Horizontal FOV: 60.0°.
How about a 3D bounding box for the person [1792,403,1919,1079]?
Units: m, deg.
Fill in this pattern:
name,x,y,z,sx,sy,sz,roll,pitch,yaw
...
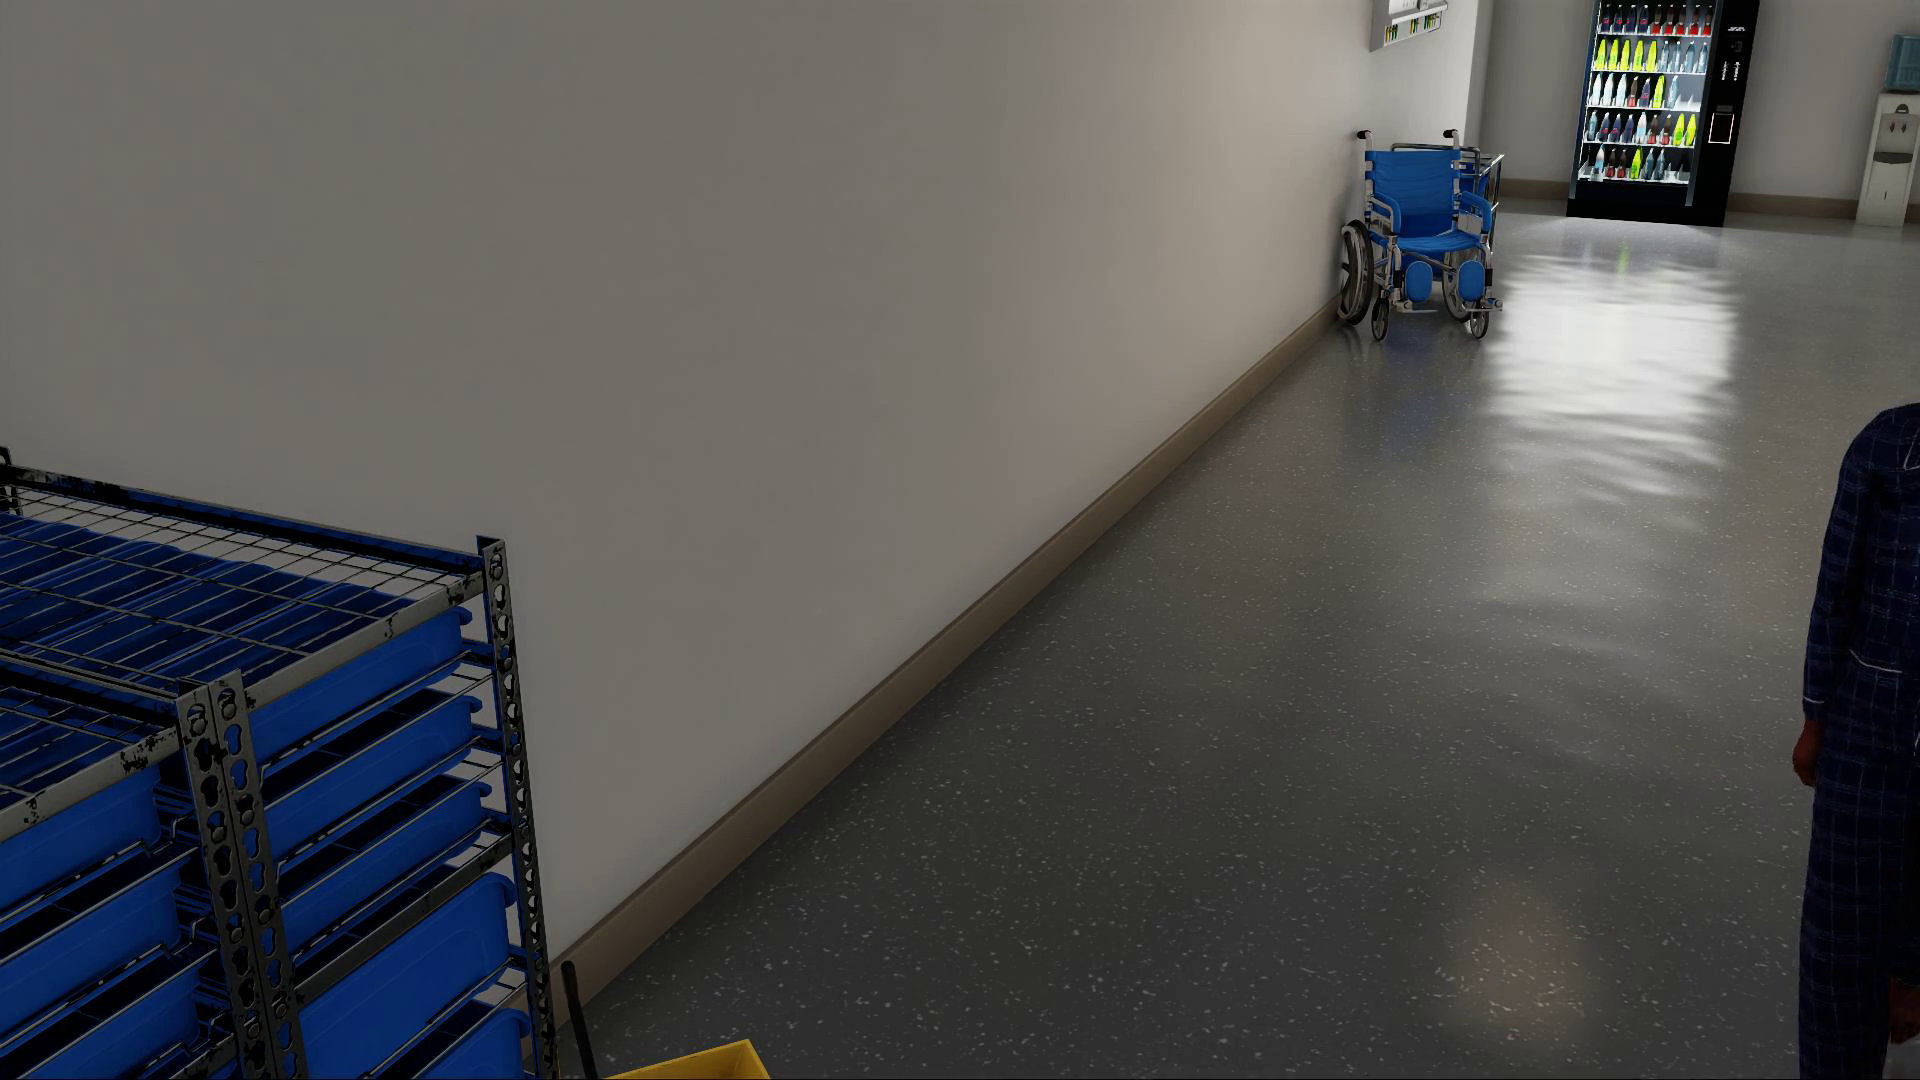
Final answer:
name,x,y,z,sx,sy,sz,roll,pitch,yaw
person,1.922,0.390,3.248,1.101,1.787,0.876,14,25,33
